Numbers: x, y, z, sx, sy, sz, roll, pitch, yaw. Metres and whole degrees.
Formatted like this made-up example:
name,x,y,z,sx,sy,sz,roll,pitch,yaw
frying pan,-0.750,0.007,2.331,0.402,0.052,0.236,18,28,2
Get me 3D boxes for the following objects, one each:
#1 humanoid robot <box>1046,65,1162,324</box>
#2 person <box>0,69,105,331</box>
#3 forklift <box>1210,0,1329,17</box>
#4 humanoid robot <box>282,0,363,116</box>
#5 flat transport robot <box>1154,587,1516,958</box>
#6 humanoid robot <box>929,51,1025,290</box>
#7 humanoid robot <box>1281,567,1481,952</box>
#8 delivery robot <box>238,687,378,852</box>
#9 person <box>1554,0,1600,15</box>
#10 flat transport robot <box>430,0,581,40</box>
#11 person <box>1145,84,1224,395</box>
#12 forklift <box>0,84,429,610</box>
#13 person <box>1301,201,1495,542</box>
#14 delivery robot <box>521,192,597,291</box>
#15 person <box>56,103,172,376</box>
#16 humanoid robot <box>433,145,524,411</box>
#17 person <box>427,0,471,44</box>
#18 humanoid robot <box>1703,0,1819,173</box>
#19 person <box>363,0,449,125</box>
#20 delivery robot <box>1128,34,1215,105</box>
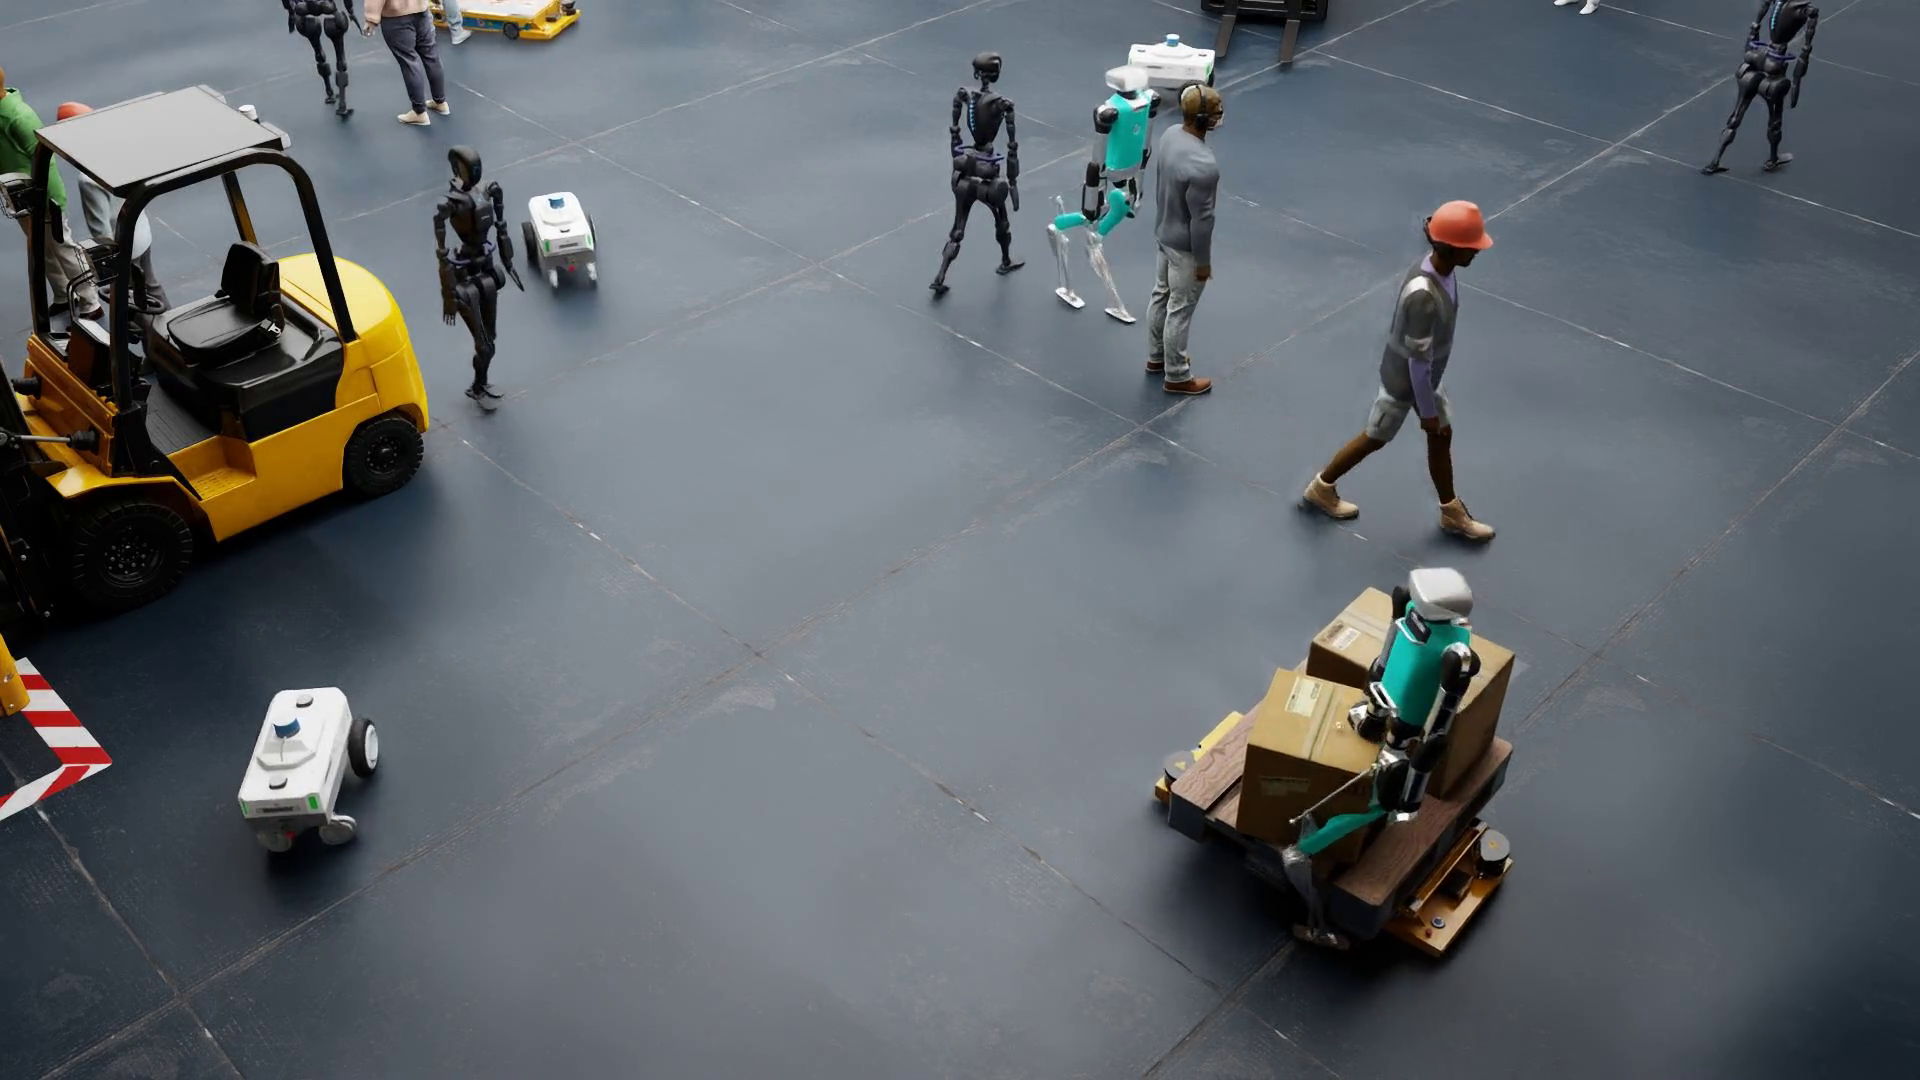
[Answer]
name,x,y,z,sx,sy,sz,roll,pitch,yaw
humanoid robot,0.844,-2.284,10.840,0.538,1.765,0.810,-29,46,-33
person,-5.963,-2.207,10.687,0.553,1.782,0.384,22,42,26
forklift,3.106,-6.400,15.960,1.214,2.155,2.313,8,37,10
humanoid robot,-5.247,-4.340,13.645,0.609,1.636,0.614,-2,37,-2
flat transport robot,1.639,1.232,7.348,1.431,0.231,0.659,27,45,32
humanoid robot,0.112,-2.455,11.172,0.600,1.633,0.837,27,44,31
humanoid robot,1.512,0.904,6.568,0.784,1.783,0.547,-8,37,-10
delivery robot,-2.927,0.994,7.419,0.522,0.584,0.752,-3,37,-4
person,5.988,-5.792,15.602,0.306,1.640,0.512,-21,42,-26
flat transport robot,-4.368,-4.955,15.629,1.431,0.231,0.659,9,38,12
person,1.353,-1.800,10.012,0.379,1.940,0.628,-9,38,-11
forklift,-4.145,-1.093,8.856,2.313,2.155,1.214,-31,47,-34
person,2.393,-0.872,8.732,1.065,1.984,0.619,17,40,22
delivery robot,-2.777,-2.132,11.602,0.499,0.582,0.765,-12,39,-16
person,-5.179,-1.848,10.243,0.350,1.737,0.573,-2,37,-2
humanoid robot,-2.898,-1.574,9.934,0.438,1.646,0.589,19,41,24
person,-4.789,-5.377,14.823,0.587,1.914,0.395,-1,37,-1
humanoid robot,6.174,-3.593,12.656,0.741,1.631,0.603,-15,39,-19
person,-4.469,-4.280,13.392,0.419,1.863,0.817,18,40,23
delivery robot,1.814,-3.961,14.073,0.782,0.611,0.510,7,37,9
